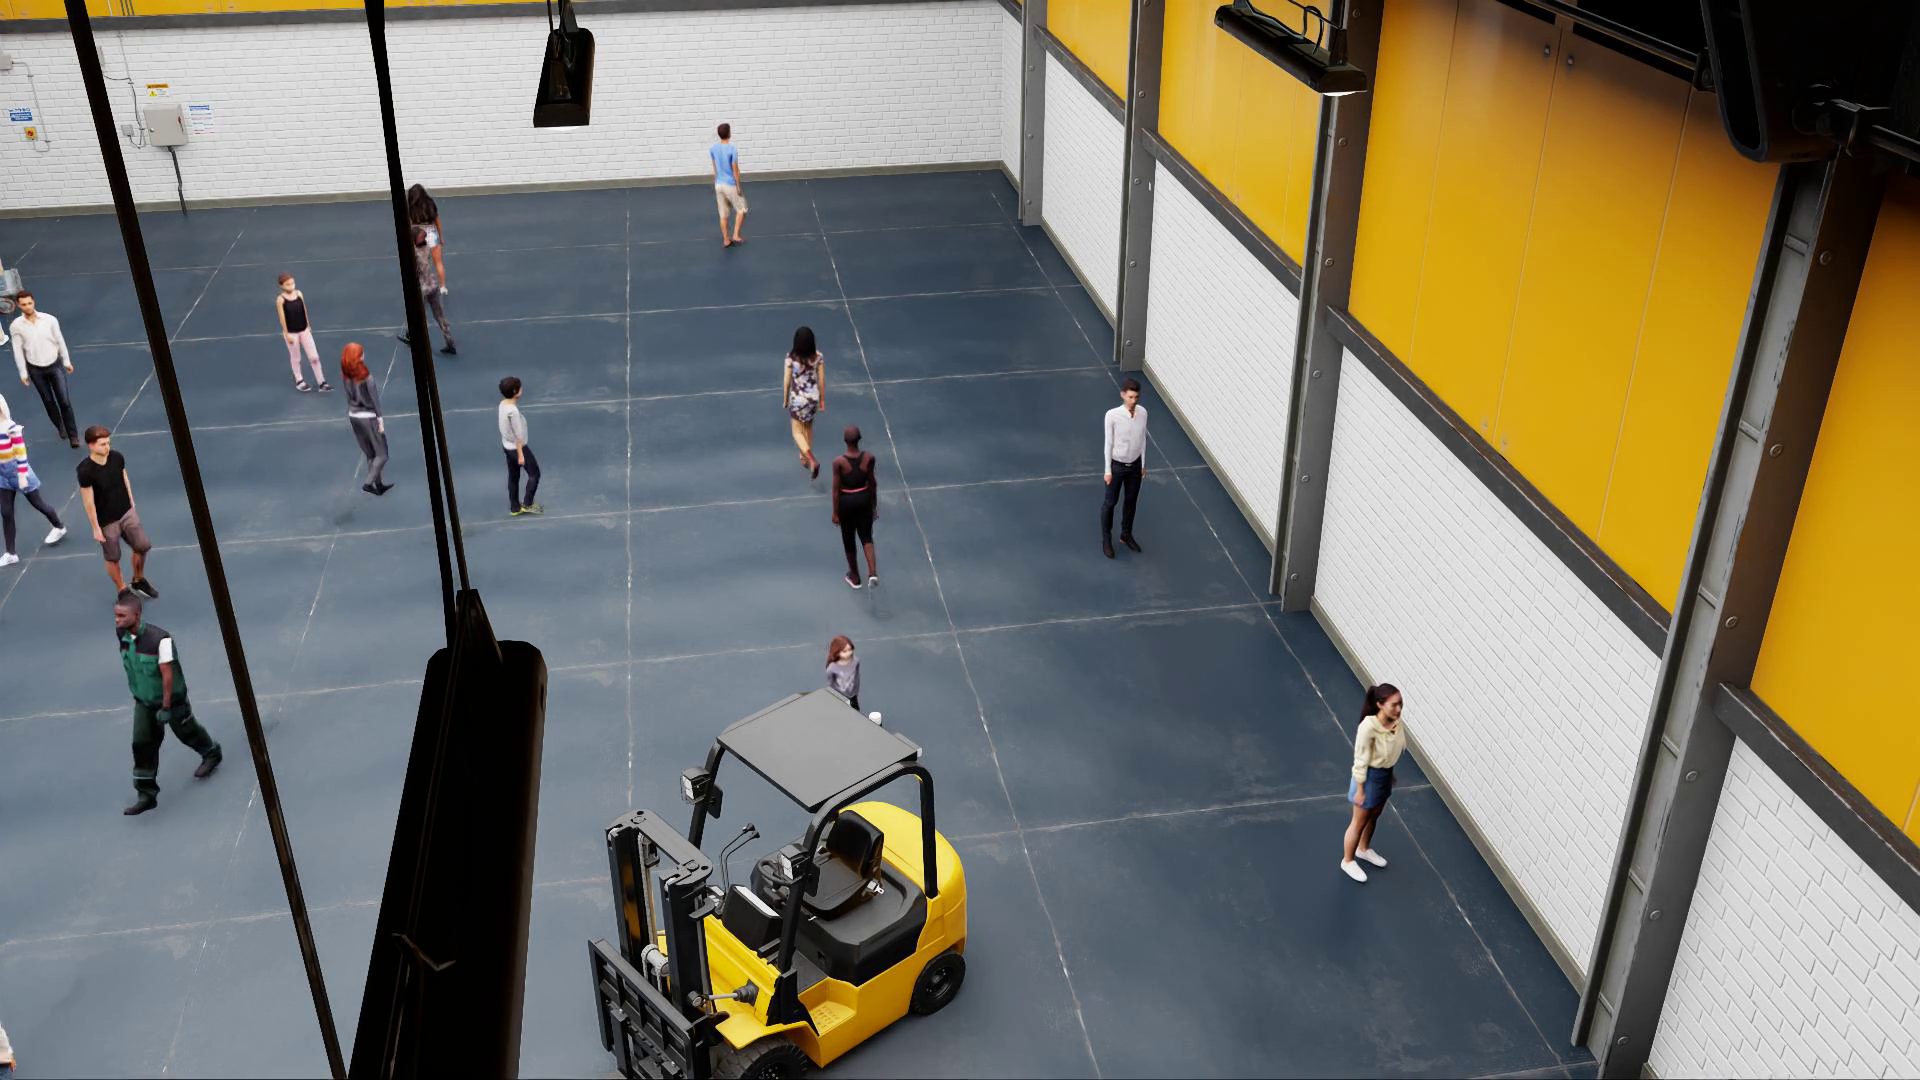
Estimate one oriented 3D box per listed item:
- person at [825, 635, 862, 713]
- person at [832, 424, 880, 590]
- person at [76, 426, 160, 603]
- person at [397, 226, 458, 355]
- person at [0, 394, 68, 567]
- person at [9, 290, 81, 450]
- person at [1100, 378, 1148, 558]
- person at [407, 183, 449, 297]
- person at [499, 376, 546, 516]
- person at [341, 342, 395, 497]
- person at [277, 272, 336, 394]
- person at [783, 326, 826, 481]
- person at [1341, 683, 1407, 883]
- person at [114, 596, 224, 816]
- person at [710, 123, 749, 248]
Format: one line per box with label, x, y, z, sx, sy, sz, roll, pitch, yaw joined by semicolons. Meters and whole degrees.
person;-0.993;1.251;13.749;0.646;1.084;0.840;-16;32;-26
person;-0.979;-0.259;15.828;0.676;1.746;0.893;-10;30;-18
person;-8.066;-0.251;15.707;0.875;1.846;0.800;17;33;28
person;-6.738;-3.146;21.205;1.089;1.664;1.112;14;32;24
person;-9.338;-0.675;16.569;0.988;1.765;1.217;8;30;15
person;-10.374;-1.956;18.848;0.958;1.832;1.250;-15;32;-26
person;1.635;-0.763;16.619;0.658;1.873;0.643;-10;30;-18
person;-7.392;-4.147;23.081;0.558;1.626;0.550;-6;29;-11
person;-4.695;-0.940;17.292;0.723;1.539;0.619;-19;34;-31
person;-6.325;-1.216;17.558;0.774;1.770;0.867;11;30;19
person;-8.092;-2.526;20.202;0.946;1.537;0.851;22;36;35
person;-1.680;-1.467;18.075;0.777;1.715;1.061;-12;31;-22
person;3.046;1.755;12.261;0.712;1.626;0.723;-24;36;-36
person;-6.210;1.211;13.088;1.051;1.790;1.281;9;30;16
person;-3.529;-5.290;24.935;0.784;1.857;0.830;13;31;22
